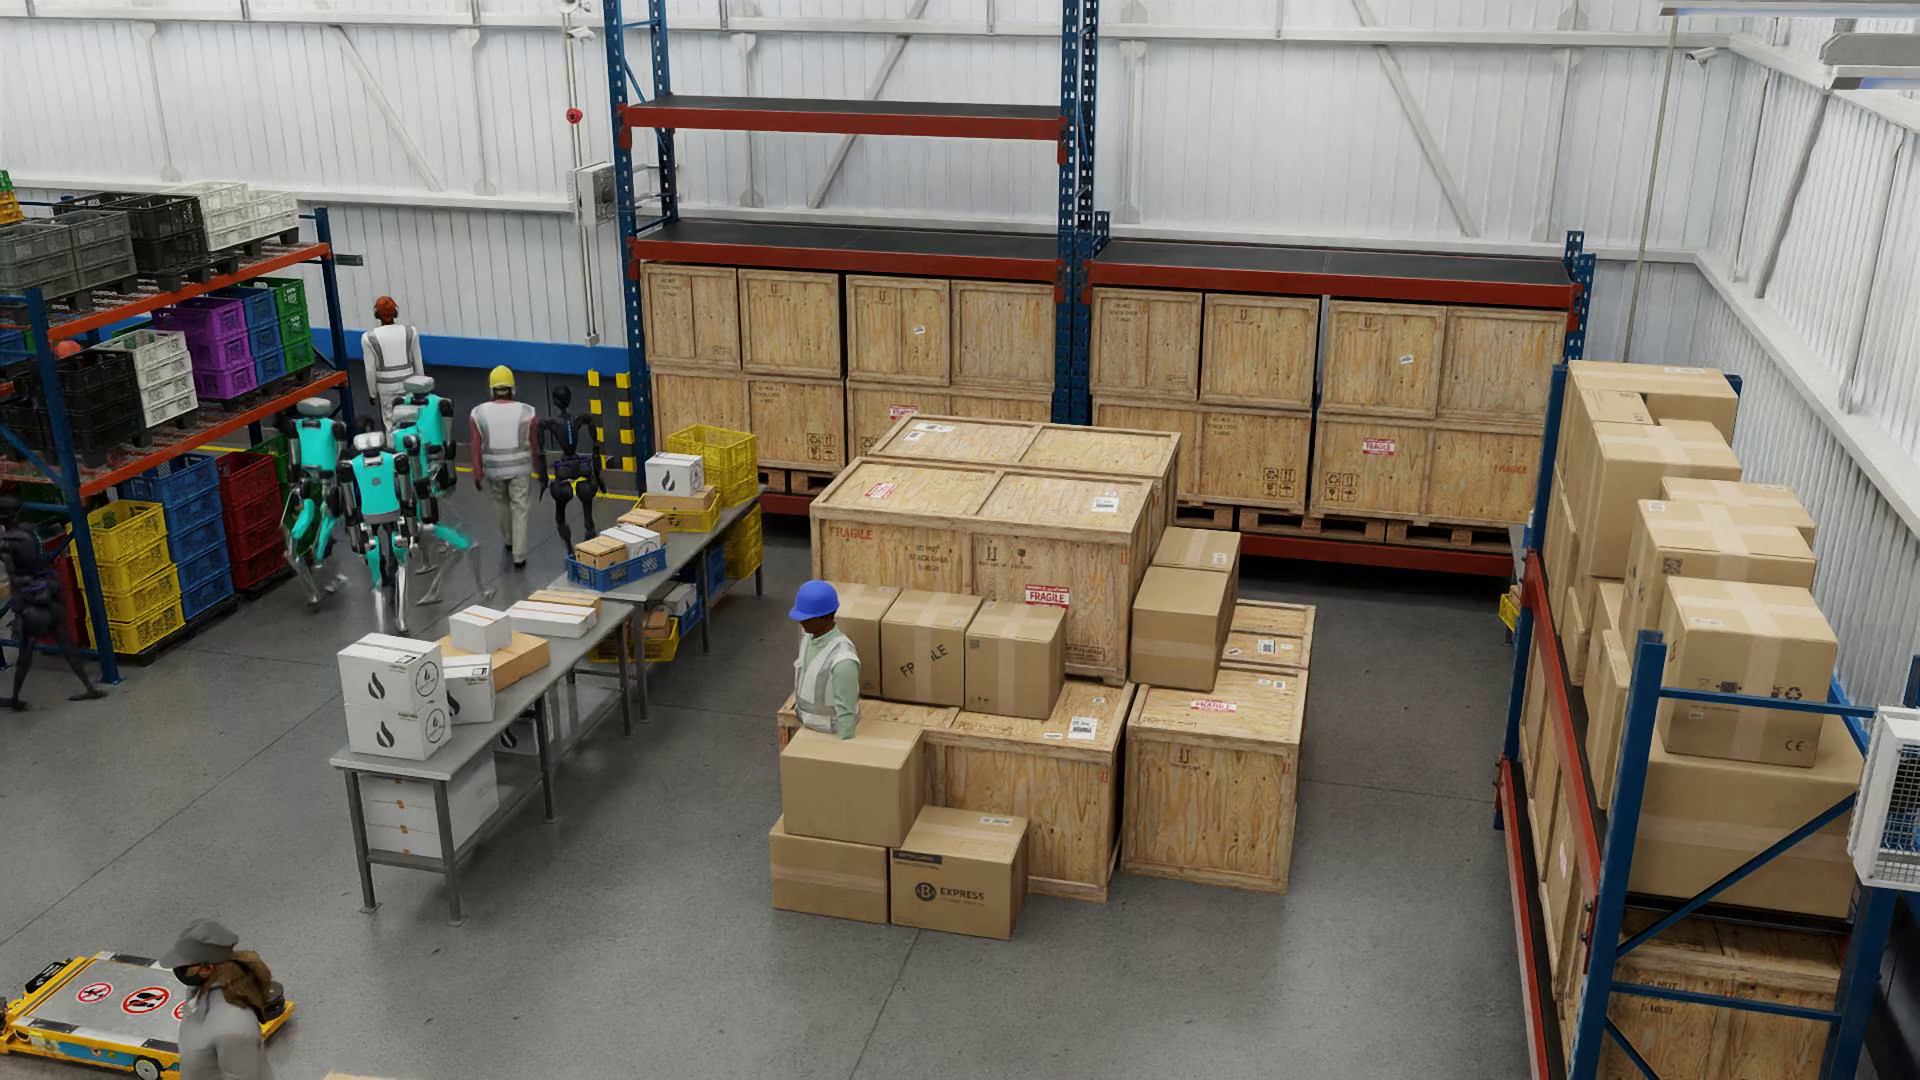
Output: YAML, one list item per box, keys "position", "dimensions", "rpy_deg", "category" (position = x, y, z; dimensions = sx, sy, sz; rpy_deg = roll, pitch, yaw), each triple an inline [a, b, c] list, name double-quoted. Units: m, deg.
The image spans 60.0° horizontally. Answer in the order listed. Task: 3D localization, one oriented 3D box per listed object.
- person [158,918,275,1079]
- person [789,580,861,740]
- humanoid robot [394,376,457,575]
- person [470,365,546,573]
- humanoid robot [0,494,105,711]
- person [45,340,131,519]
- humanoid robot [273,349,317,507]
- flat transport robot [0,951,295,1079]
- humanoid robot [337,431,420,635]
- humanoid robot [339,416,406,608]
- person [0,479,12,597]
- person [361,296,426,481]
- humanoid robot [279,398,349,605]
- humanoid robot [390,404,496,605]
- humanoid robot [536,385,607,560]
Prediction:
- position: [-2.970, 2.325, 6.862]
  dimensions: [0.395, 1.769, 0.569]
  rpy_deg: [-13, 25, -31]
  category: "person"
- position: [-0.784, 1.140, 9.773]
  dimensions: [0.411, 1.908, 0.602]
  rpy_deg: [-10, 23, -25]
  category: "person"
- position: [-4.646, -0.501, 14.293]
  dimensions: [0.537, 1.718, 1.035]
  rpy_deg: [4, 21, 10]
  category: "humanoid robot"
- position: [-3.951, -0.669, 14.648]
  dimensions: [0.610, 1.791, 0.874]
  rpy_deg: [-3, 21, -8]
  category: "person"
- position: [-6.688, 0.443, 11.961]
  dimensions: [0.752, 1.625, 0.608]
  rpy_deg: [-3, 21, -7]
  category: "humanoid robot"
- position: [-7.709, -0.790, 14.731]
  dimensions: [0.645, 1.969, 1.107]
  rpy_deg: [3, 21, 9]
  category: "person"
- position: [-6.430, -1.091, 15.960]
  dimensions: [0.688, 1.636, 0.603]
  rpy_deg: [5, 21, 12]
  category: "humanoid robot"
- position: [-4.270, 2.464, 8.601]
  dimensions: [1.431, 0.231, 0.659]
  rpy_deg: [5, 22, 13]
  category: "flat transport robot"
- position: [-4.553, -0.019, 13.124]
  dimensions: [0.542, 1.851, 0.726]
  rpy_deg: [-9, 23, -21]
  category: "humanoid robot"
- position: [-4.834, -0.242, 13.754]
  dimensions: [0.585, 1.631, 0.742]
  rpy_deg: [0, 21, -1]
  category: "humanoid robot"
- position: [-8.251, -0.414, 13.926]
  dimensions: [0.429, 1.842, 0.632]
  rpy_deg: [-8, 22, -20]
  category: "person"
- position: [-5.689, -1.529, 16.788]
  dimensions: [0.572, 1.882, 0.357]
  rpy_deg: [-12, 24, -29]
  category: "person"
- position: [-5.345, -0.230, 13.644]
  dimensions: [0.535, 1.744, 0.953]
  rpy_deg: [3, 21, 7]
  category: "humanoid robot"
- position: [-4.200, -0.263, 13.768]
  dimensions: [0.818, 1.851, 0.531]
  rpy_deg: [-11, 24, -27]
  category: "humanoid robot"
- position: [-3.380, -0.540, 14.494]
  dimensions: [0.589, 1.635, 0.549]
  rpy_deg: [-11, 24, -27]
  category: "humanoid robot"
